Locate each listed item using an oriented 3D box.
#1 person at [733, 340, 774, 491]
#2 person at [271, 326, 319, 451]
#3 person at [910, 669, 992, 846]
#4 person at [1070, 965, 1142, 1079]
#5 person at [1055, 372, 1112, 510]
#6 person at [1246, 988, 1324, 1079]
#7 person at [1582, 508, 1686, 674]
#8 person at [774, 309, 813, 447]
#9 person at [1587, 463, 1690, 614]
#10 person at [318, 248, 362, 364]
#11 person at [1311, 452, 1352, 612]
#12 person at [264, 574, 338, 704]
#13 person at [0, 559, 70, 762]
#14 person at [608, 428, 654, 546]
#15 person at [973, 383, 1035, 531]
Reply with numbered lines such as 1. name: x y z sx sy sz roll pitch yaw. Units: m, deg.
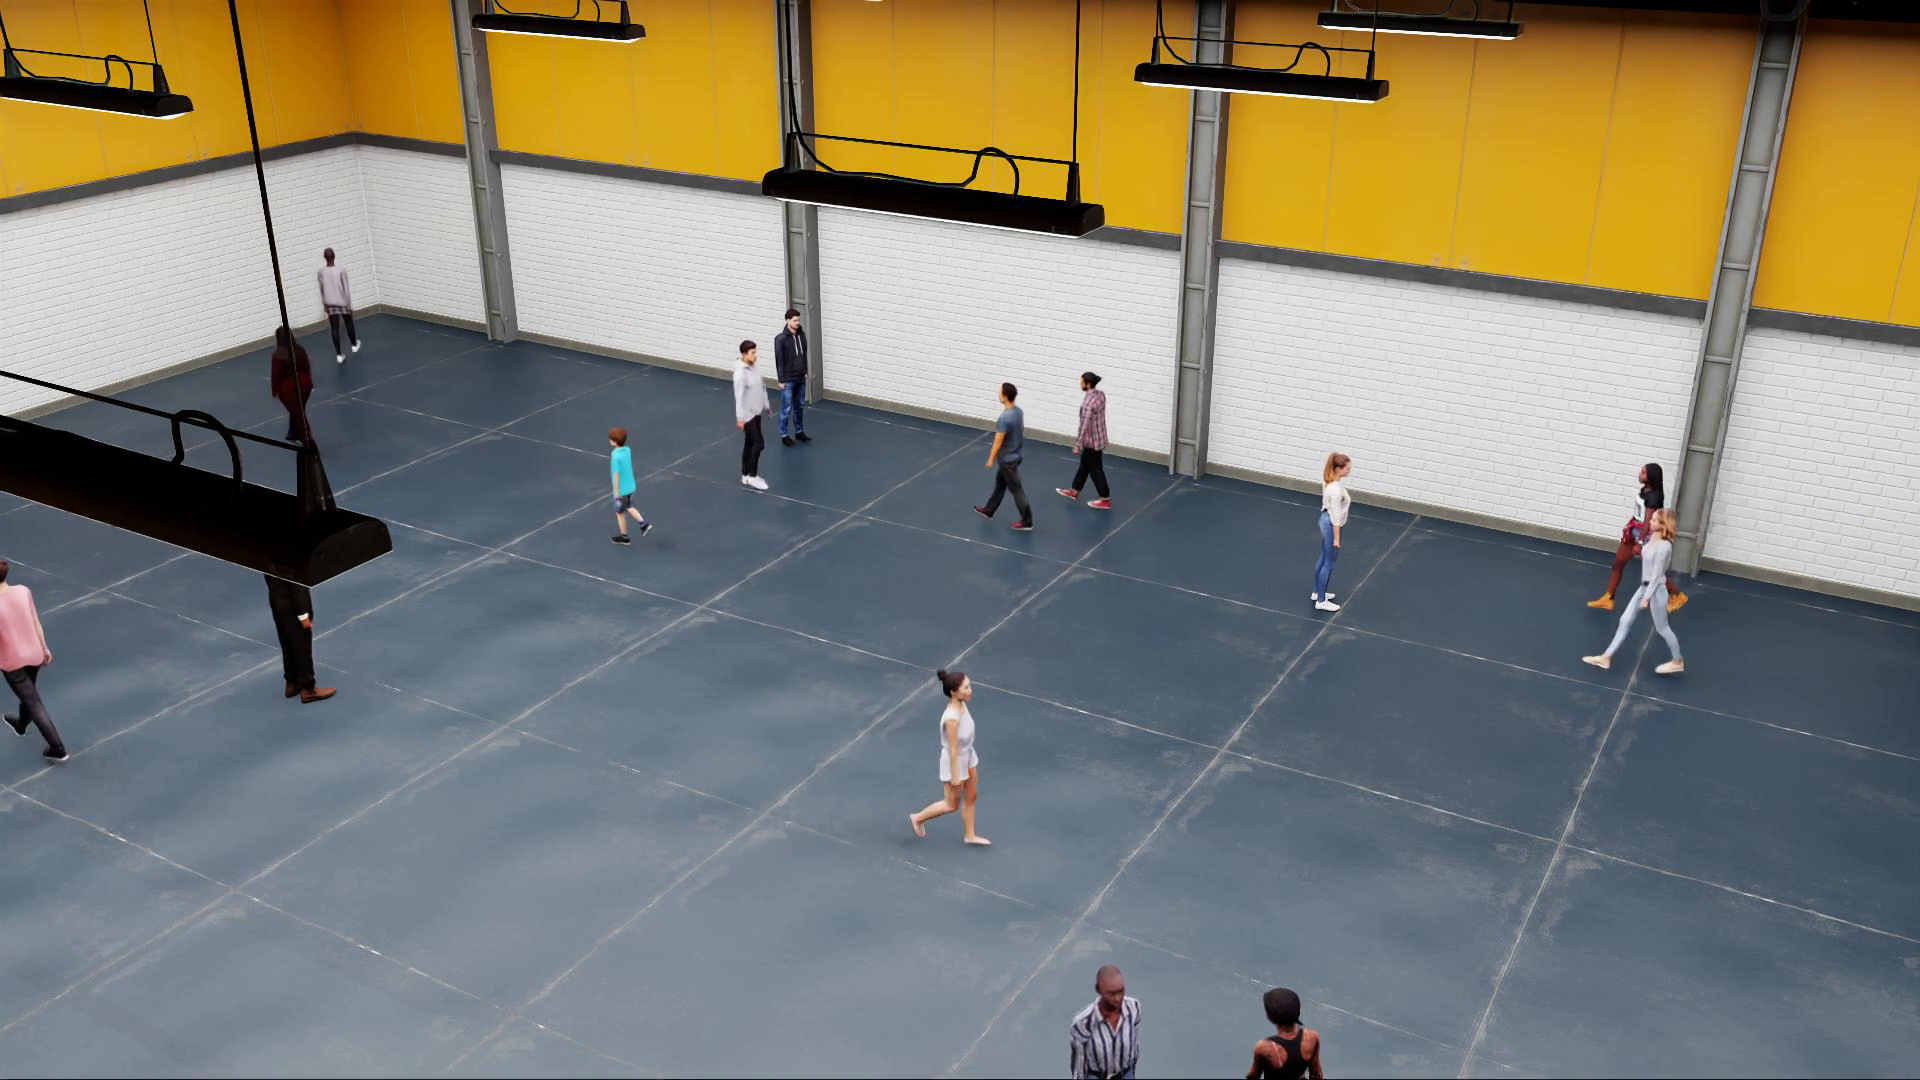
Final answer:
1. person: -2.716 -1.589 20.838 0.764 1.914 0.757 7 25 15
2. person: -8.669 -1.931 21.857 0.968 1.725 0.698 12 26 25
3. person: -0.085 1.793 13.506 0.957 1.590 0.726 5 24 11
4. person: 0.799 3.254 9.977 1.115 1.739 1.264 -10 25 -21
5. person: 1.687 -1.185 20.139 1.036 1.735 0.823 8 25 19
6. person: 1.932 3.410 9.727 0.981 1.654 1.074 -6 24 -14
7. person: 6.810 0.550 16.152 1.266 1.748 0.892 5 24 10
8. person: -2.248 -2.195 22.258 0.655 1.888 0.710 20 31 39
9. person: 7.244 0.033 17.415 1.282 1.684 1.005 0 24 0
10. person: -9.629 -3.596 25.640 1.047 1.745 1.046 -2 24 -5
11. person: 3.946 -0.111 17.688 0.673 1.729 0.684 1 24 2
12. person: -6.358 0.627 15.783 0.619 1.904 0.790 20 30 37
13. person: -8.248 1.098 14.695 1.168 1.911 0.665 12 27 26
14. person: -3.823 -0.617 19.206 0.747 1.441 0.593 8 25 19
15. person: 0.672 -0.944 19.532 1.087 1.778 0.756 9 25 20
